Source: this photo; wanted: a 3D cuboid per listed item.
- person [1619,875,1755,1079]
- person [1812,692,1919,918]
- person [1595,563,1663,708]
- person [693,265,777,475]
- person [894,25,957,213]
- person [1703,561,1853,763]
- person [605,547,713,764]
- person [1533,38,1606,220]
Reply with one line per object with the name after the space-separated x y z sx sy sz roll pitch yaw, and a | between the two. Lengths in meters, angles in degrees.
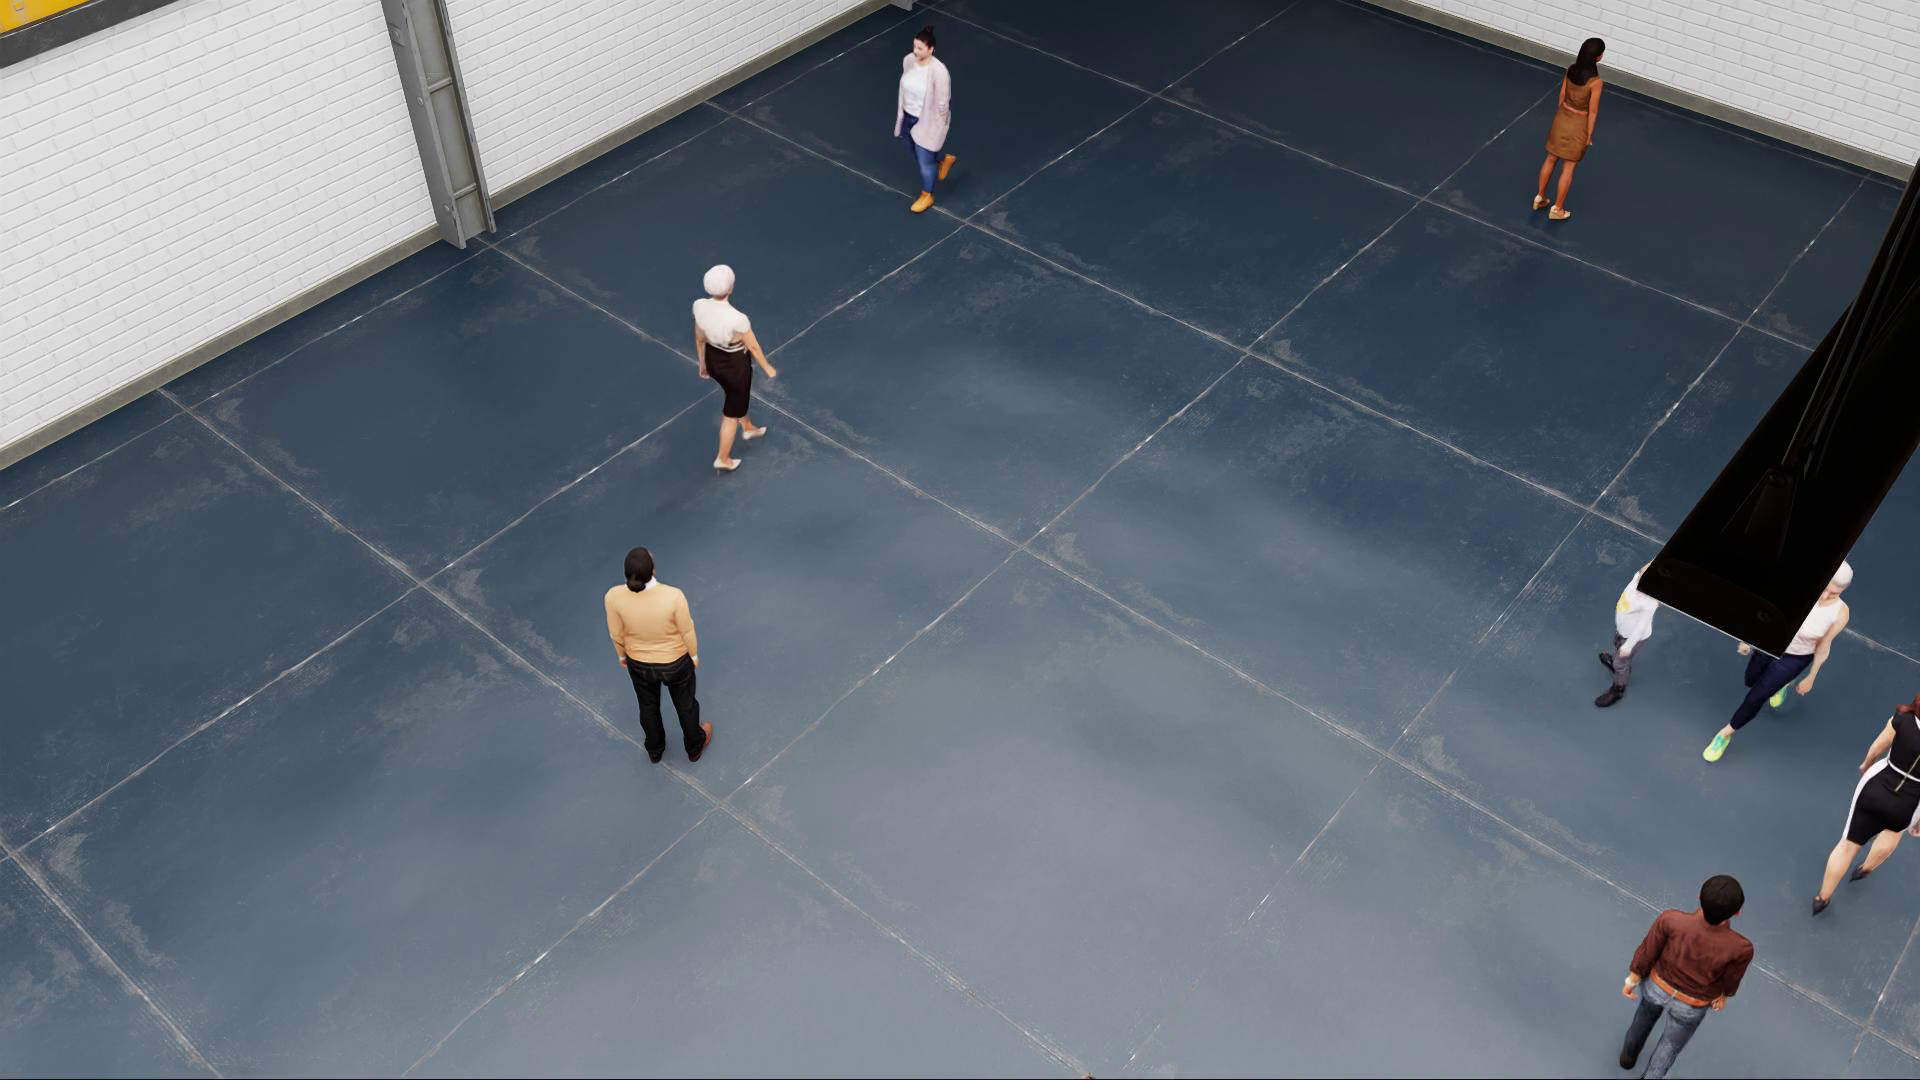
3.548 2.323 8.287 0.684 1.760 1.005 25 49 24 | person
5.073 1.493 9.144 0.577 1.778 0.794 29 51 27 | person
4.278 0.545 10.520 0.783 1.253 0.662 13 45 13 | person
-1.721 -1.159 11.963 0.614 1.730 0.829 30 51 28 | person
-0.246 -3.761 14.697 0.916 1.726 0.779 -31 52 -29 | person
5.043 0.654 10.105 1.071 1.668 0.745 -28 50 -26 | person
-1.812 0.703 9.991 0.754 1.754 0.797 0 44 0 | person
5.350 -3.602 14.556 0.617 1.690 0.626 -21 47 -21 | person
